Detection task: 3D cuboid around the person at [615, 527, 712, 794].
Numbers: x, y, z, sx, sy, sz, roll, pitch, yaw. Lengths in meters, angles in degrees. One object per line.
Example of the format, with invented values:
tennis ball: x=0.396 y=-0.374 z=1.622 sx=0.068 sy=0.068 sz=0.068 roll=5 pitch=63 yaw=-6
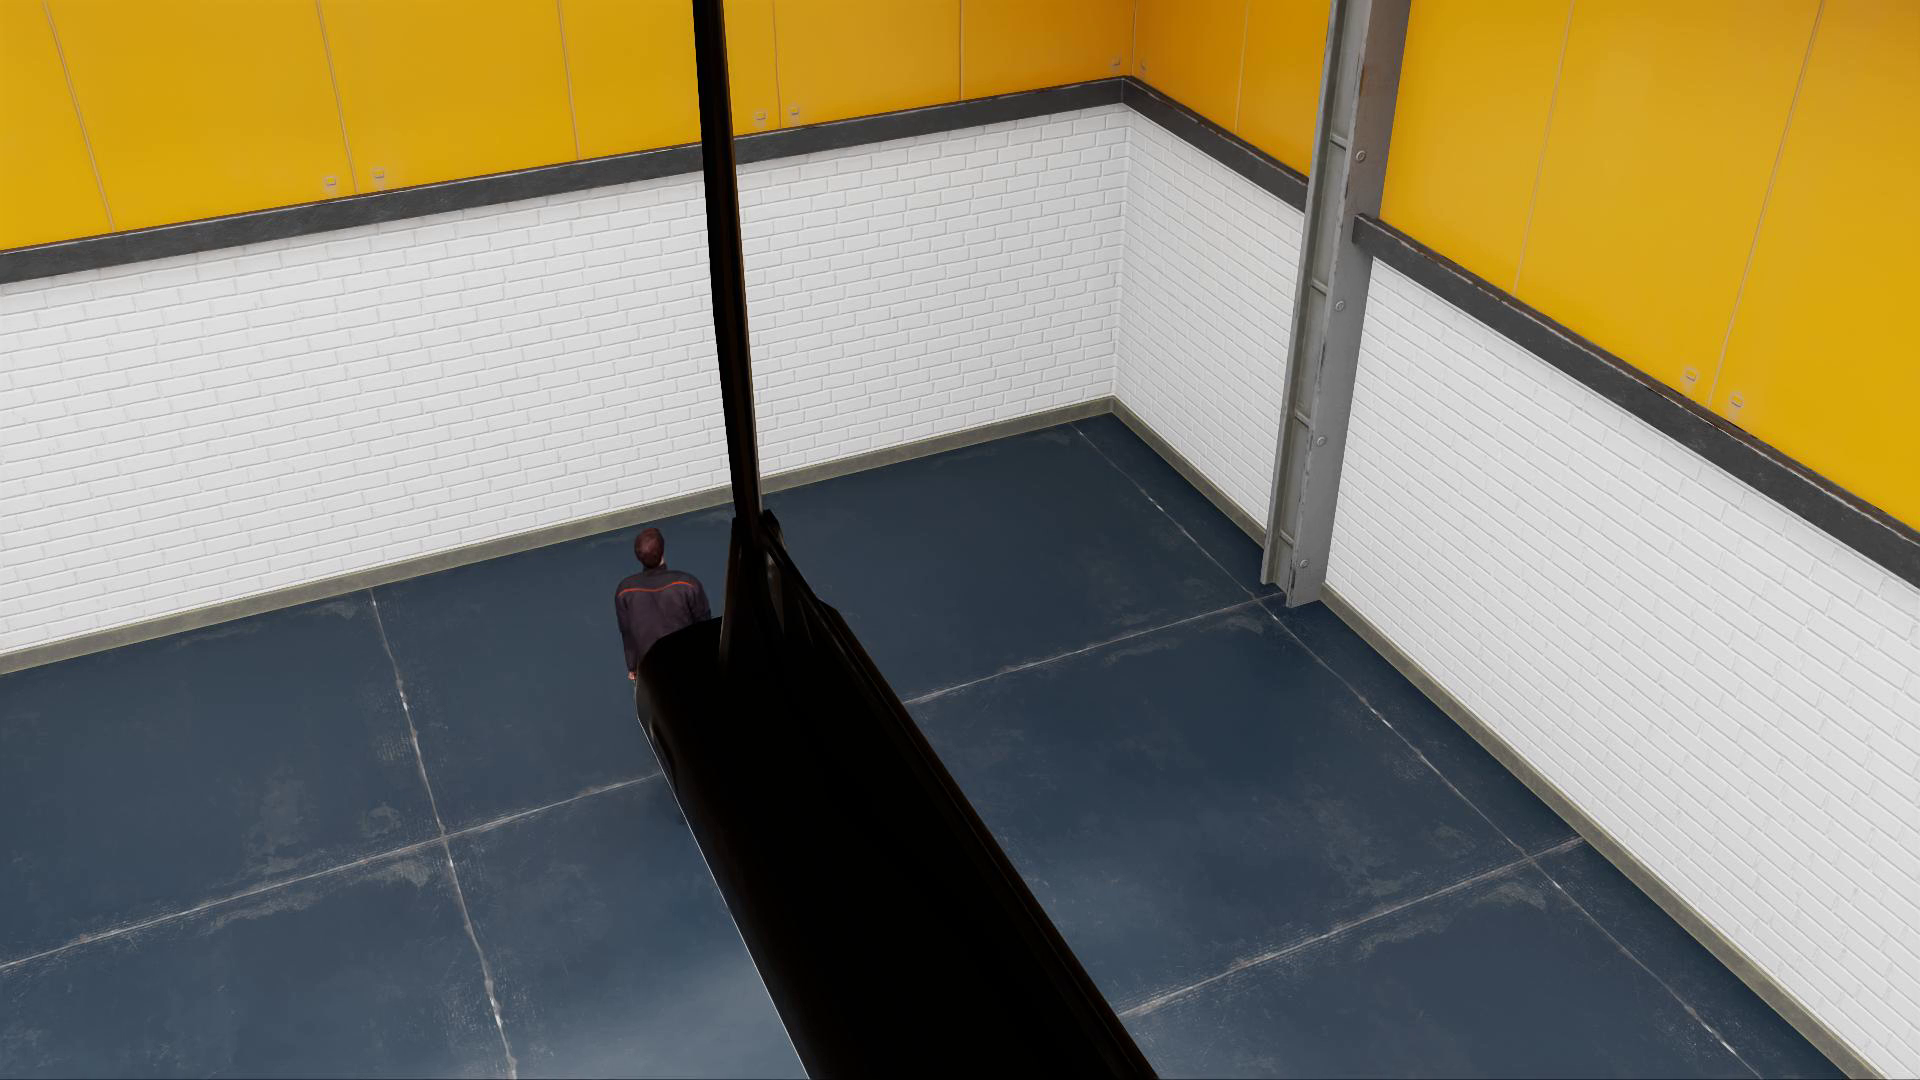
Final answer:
person: x=-1.819 y=0.787 z=10.312 sx=1.022 sy=1.811 sz=1.213 roll=1 pitch=34 yaw=1
